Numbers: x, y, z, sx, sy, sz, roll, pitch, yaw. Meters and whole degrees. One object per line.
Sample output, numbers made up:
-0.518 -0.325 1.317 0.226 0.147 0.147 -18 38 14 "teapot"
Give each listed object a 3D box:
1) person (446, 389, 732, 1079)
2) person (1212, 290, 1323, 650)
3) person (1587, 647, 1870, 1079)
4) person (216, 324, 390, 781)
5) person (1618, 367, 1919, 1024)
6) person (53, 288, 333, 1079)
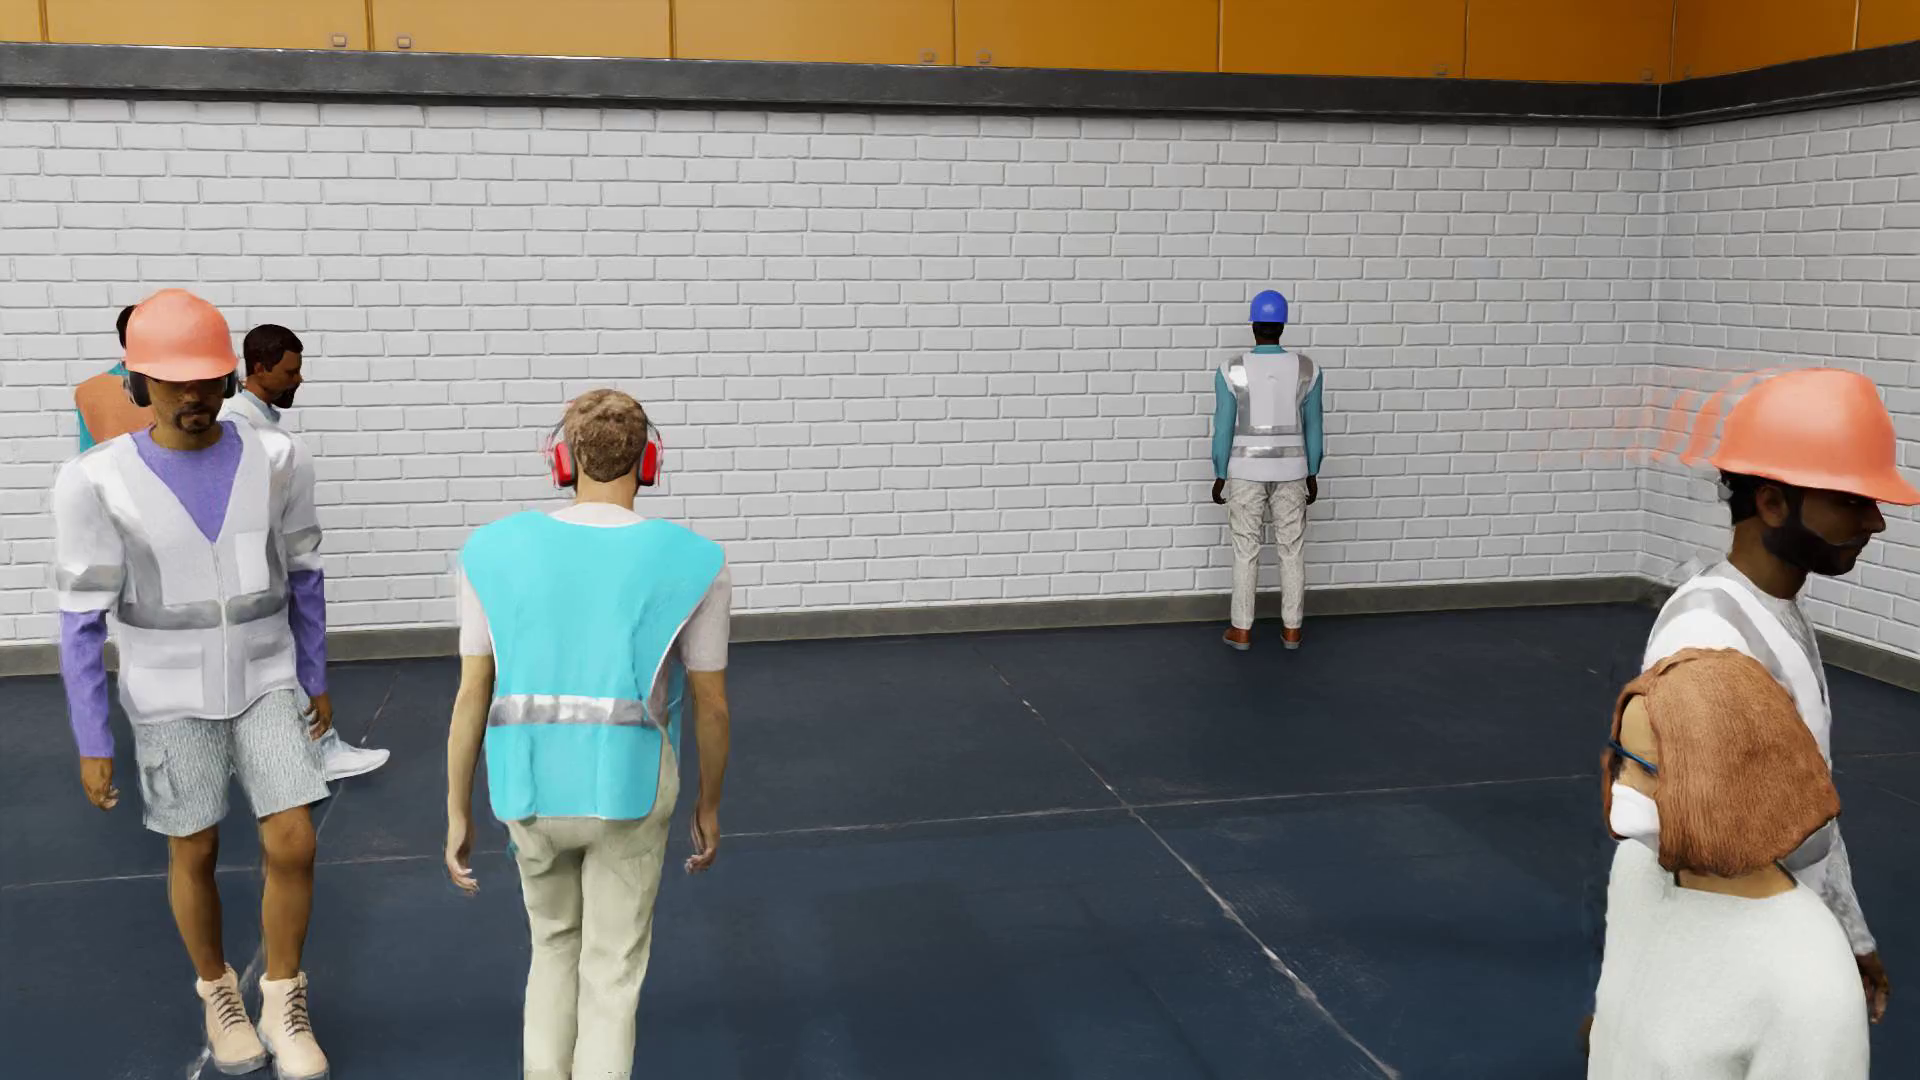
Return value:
-0.791 0.582 3.628 0.600 1.804 0.597 0 9 -1 "person"
1.660 -0.370 9.010 0.602 1.949 0.390 0 9 -1 "person"
0.907 0.932 2.071 0.278 1.628 0.505 0 9 -2 "person"
-2.771 0.082 6.604 1.011 1.838 0.599 -3 10 -17 "person"
1.372 0.685 2.704 0.773 1.909 0.545 5 11 30 "person"
-1.833 0.398 4.100 0.656 2.014 0.681 -7 12 -38 "person"
